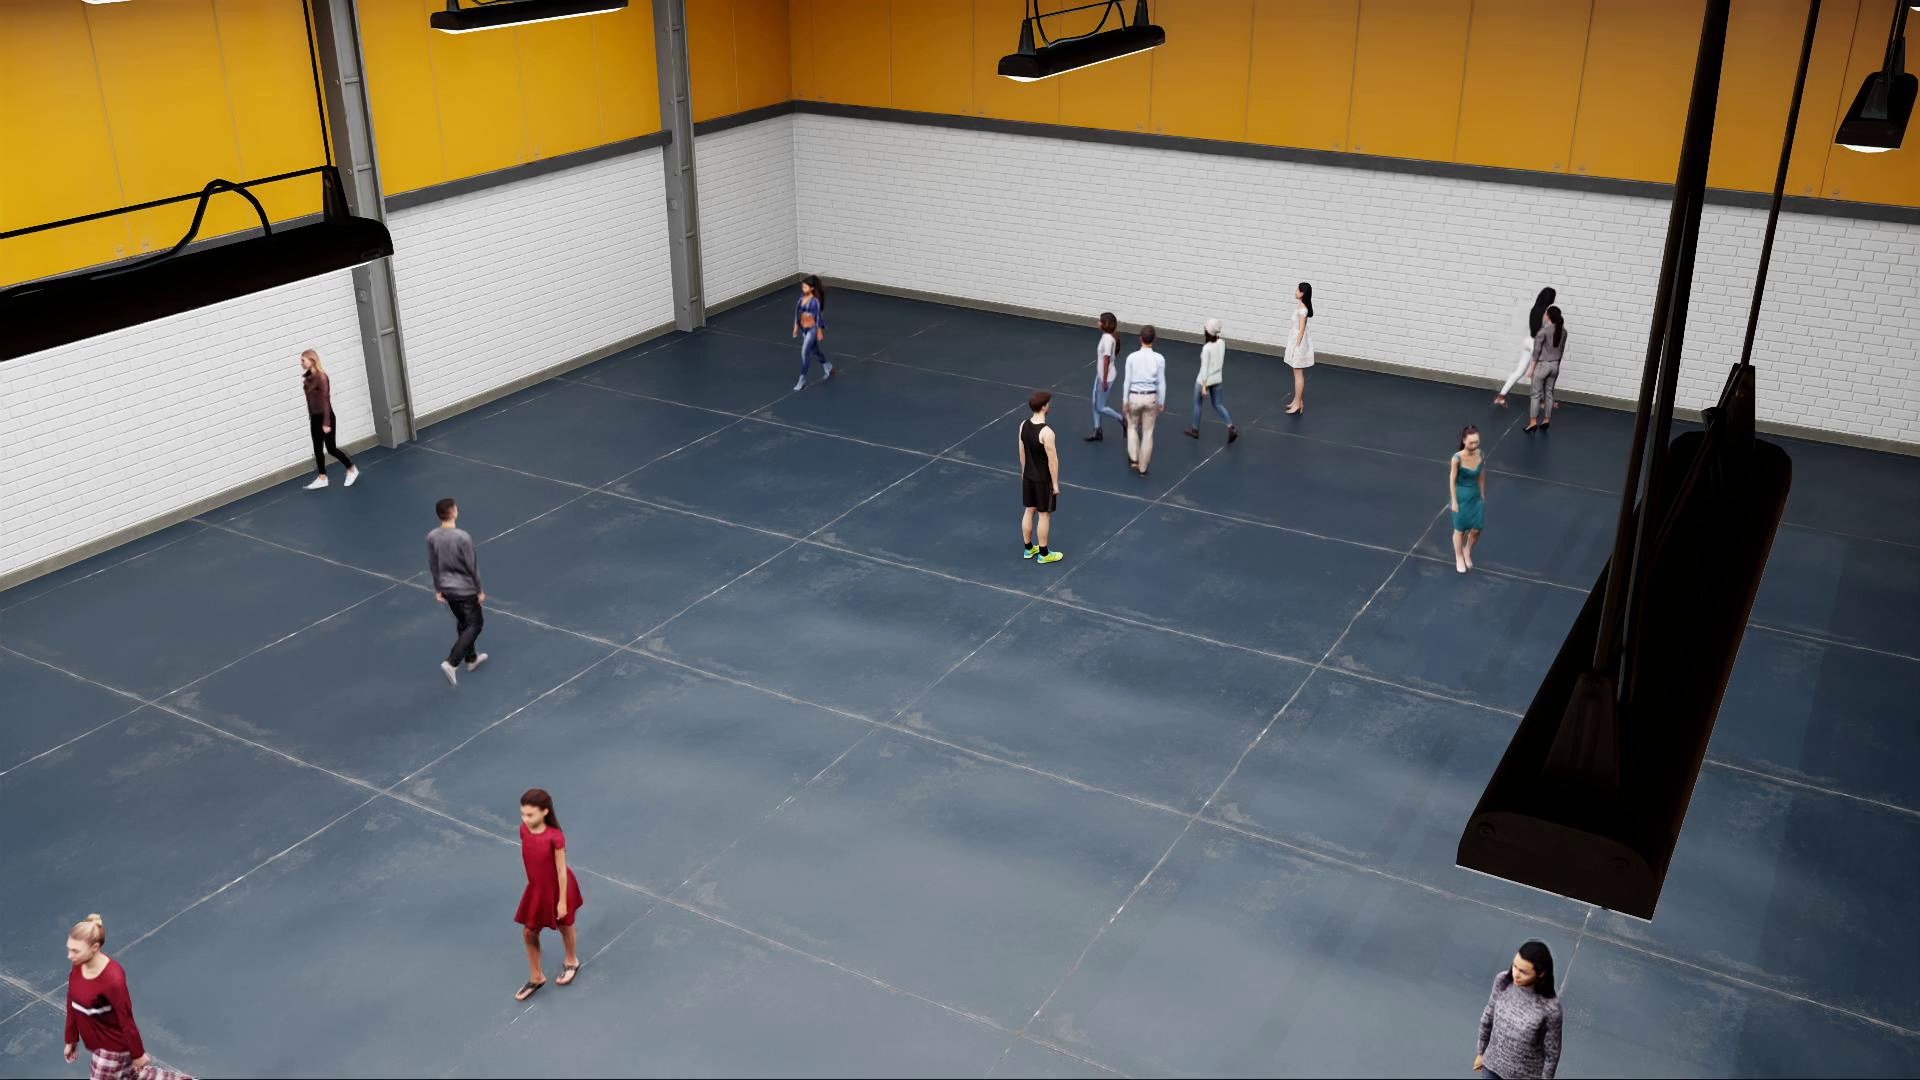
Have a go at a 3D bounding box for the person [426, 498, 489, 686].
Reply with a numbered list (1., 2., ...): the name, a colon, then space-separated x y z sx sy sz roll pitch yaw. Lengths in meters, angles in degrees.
1. person: -4.609 0.490 15.185 0.753 1.743 1.020 7 25 16

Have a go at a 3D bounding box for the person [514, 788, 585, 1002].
1. person: -2.740 2.315 11.268 0.633 1.536 0.791 7 25 15

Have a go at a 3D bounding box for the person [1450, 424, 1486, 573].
1. person: 5.262 -0.444 17.412 0.723 1.671 0.768 -6 24 -14

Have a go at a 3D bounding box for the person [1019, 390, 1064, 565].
1. person: 0.838 -0.673 17.658 0.694 1.893 0.737 -20 31 -39

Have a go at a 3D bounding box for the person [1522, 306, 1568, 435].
1. person: 7.540 -2.184 21.386 0.713 1.676 0.788 -8 25 -18

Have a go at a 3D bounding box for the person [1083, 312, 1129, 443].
1. person: 1.901 -2.024 20.983 0.905 1.705 0.919 0 24 0

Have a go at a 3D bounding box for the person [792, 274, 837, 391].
1. person: -2.032 -2.901 23.148 1.118 1.579 0.809 -21 31 -39

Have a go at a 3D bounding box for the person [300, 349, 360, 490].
1. person: -7.487 -1.435 19.633 0.692 1.707 0.848 19 30 37

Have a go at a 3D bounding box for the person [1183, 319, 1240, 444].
1. person: 3.232 -1.987 21.004 1.062 1.621 0.875 -19 30 -36

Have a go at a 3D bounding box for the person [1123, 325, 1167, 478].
1. person: 2.191 -1.633 19.930 0.812 1.833 0.879 2 24 5

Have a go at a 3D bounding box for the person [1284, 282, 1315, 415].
1. person: 4.516 -2.563 22.128 0.776 1.775 0.660 6 24 14

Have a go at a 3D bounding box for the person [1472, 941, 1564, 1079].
1. person: 3.165 2.999 9.459 0.647 1.732 0.686 -18 29 -35

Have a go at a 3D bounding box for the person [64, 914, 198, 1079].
1. person: -4.926 2.906 9.760 0.690 1.662 1.076 17 29 33

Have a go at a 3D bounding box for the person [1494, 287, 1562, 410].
1. person: 7.570 -2.494 22.092 1.241 1.677 1.153 -7 25 -16
